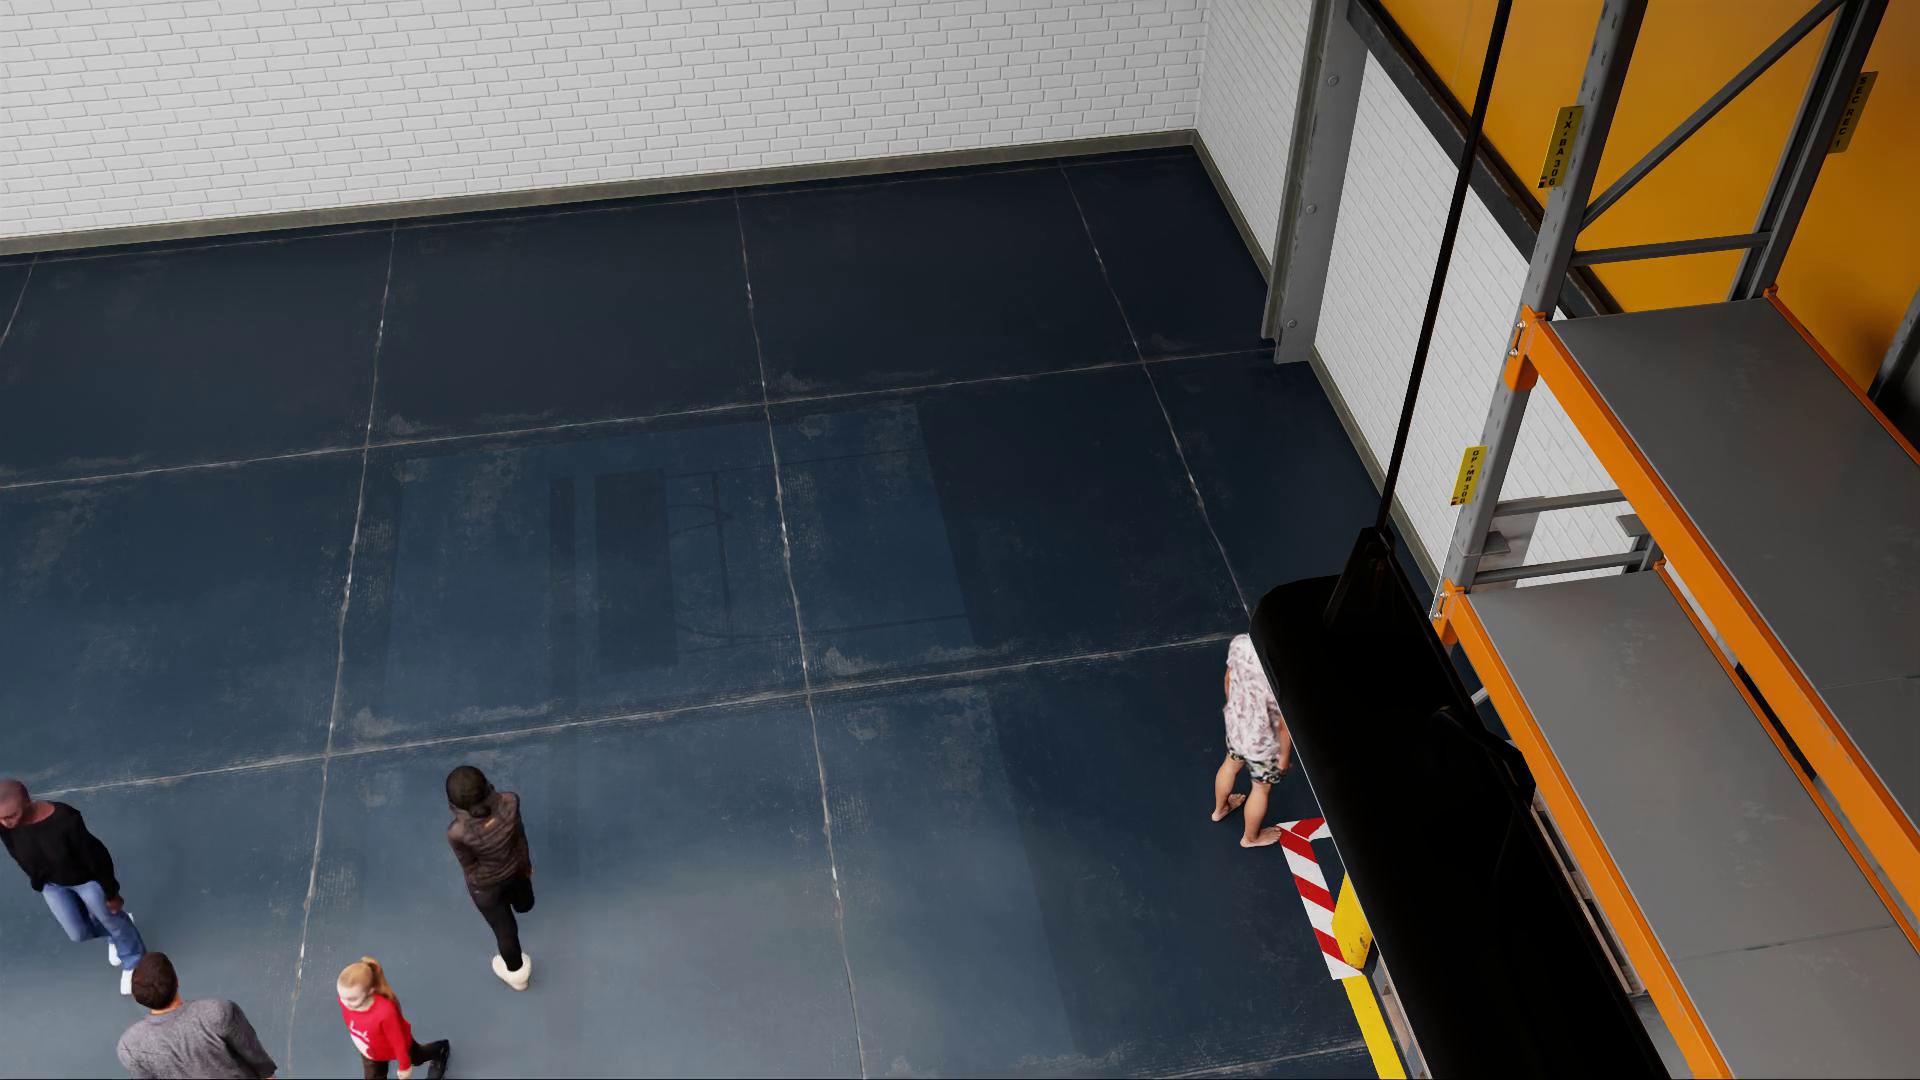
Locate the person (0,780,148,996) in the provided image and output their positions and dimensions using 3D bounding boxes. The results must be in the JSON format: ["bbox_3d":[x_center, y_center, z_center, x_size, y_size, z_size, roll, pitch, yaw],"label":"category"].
[{"bbox_3d":[-4.591,1.697,8.698,0.618,1.734,0.680,-5,44,-6],"label":"person"}]

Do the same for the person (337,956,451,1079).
[{"bbox_3d":[-2.805,2.451,8.248,0.743,1.262,0.964,10,45,11],"label":"person"}]

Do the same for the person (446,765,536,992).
[{"bbox_3d":[-2.523,1.692,8.757,0.963,1.659,0.835,-11,45,-11],"label":"person"}]

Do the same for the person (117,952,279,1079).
[{"bbox_3d":[-3.411,2.617,7.655,0.839,1.840,1.113,-18,47,-18],"label":"person"}]

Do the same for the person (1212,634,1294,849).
[{"bbox_3d":[1.669,1.040,9.329,0.808,1.814,0.655,-26,49,-25],"label":"person"}]
